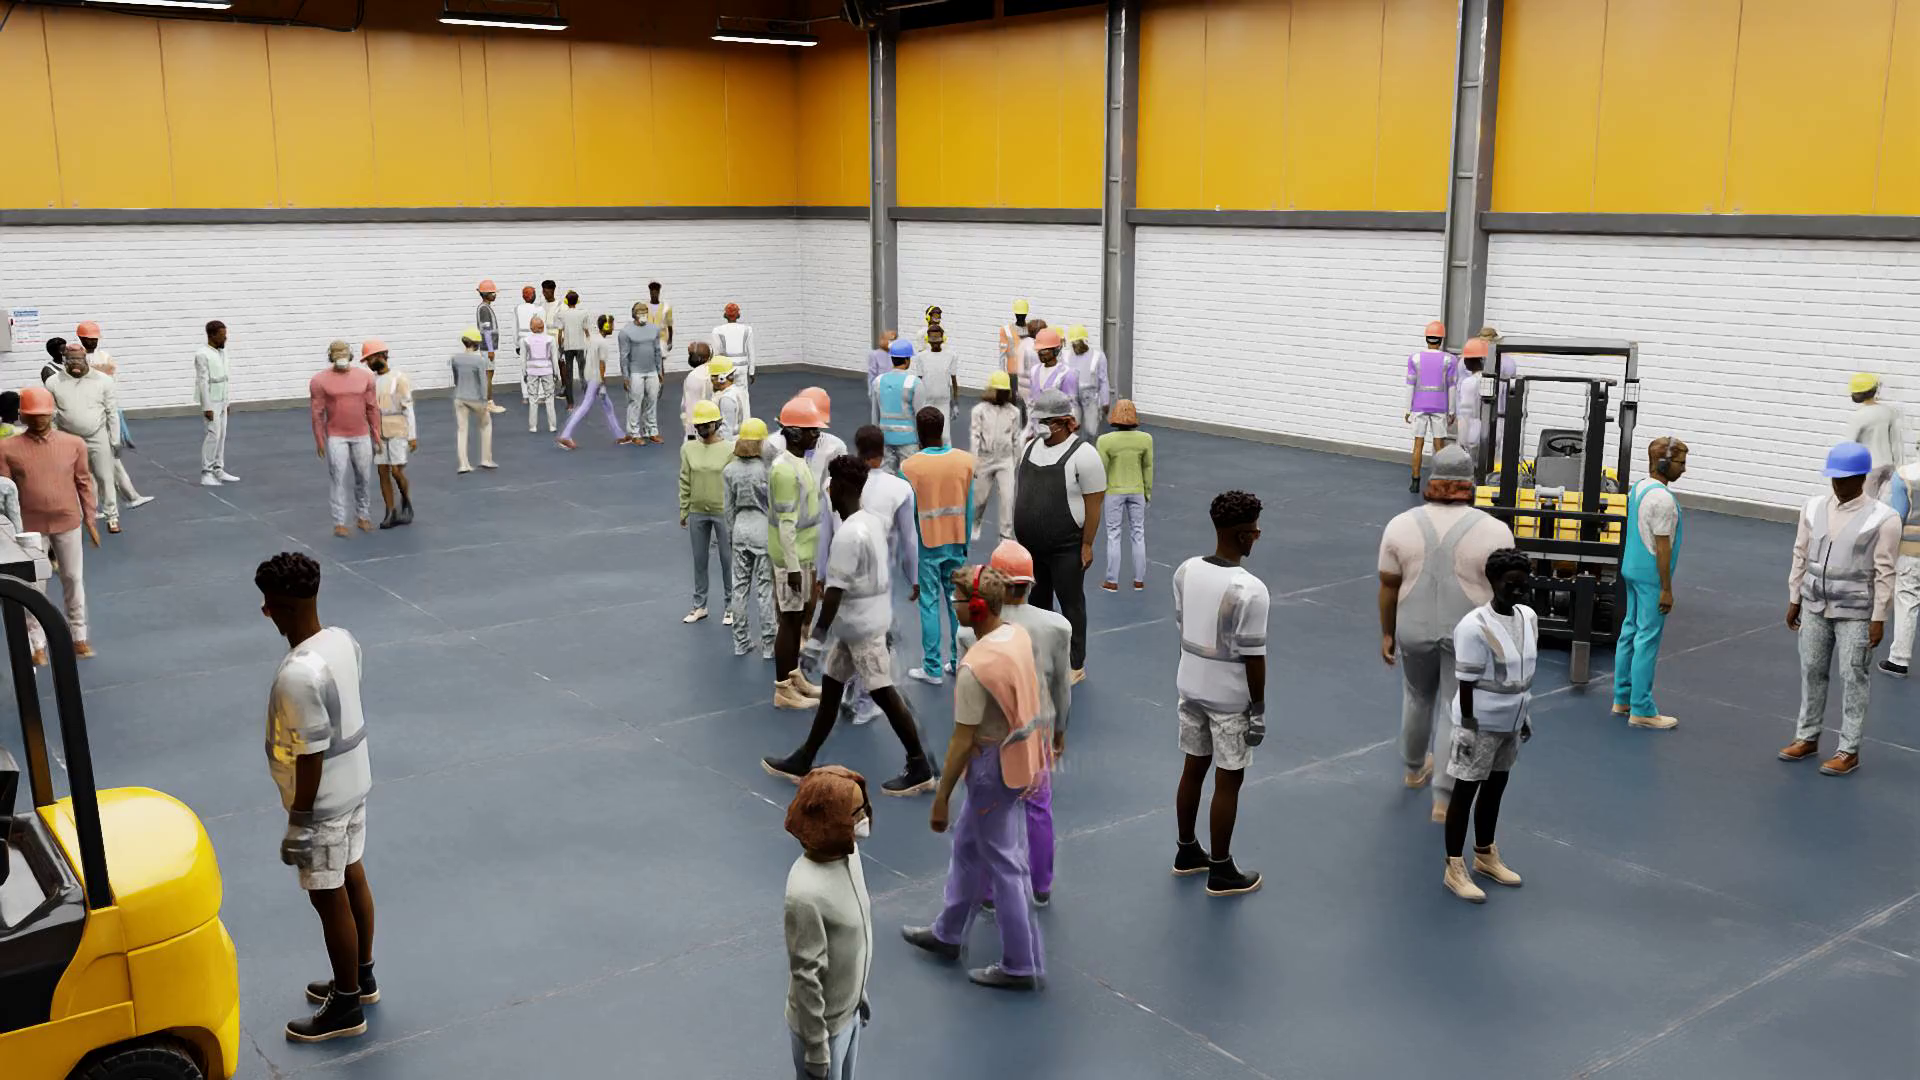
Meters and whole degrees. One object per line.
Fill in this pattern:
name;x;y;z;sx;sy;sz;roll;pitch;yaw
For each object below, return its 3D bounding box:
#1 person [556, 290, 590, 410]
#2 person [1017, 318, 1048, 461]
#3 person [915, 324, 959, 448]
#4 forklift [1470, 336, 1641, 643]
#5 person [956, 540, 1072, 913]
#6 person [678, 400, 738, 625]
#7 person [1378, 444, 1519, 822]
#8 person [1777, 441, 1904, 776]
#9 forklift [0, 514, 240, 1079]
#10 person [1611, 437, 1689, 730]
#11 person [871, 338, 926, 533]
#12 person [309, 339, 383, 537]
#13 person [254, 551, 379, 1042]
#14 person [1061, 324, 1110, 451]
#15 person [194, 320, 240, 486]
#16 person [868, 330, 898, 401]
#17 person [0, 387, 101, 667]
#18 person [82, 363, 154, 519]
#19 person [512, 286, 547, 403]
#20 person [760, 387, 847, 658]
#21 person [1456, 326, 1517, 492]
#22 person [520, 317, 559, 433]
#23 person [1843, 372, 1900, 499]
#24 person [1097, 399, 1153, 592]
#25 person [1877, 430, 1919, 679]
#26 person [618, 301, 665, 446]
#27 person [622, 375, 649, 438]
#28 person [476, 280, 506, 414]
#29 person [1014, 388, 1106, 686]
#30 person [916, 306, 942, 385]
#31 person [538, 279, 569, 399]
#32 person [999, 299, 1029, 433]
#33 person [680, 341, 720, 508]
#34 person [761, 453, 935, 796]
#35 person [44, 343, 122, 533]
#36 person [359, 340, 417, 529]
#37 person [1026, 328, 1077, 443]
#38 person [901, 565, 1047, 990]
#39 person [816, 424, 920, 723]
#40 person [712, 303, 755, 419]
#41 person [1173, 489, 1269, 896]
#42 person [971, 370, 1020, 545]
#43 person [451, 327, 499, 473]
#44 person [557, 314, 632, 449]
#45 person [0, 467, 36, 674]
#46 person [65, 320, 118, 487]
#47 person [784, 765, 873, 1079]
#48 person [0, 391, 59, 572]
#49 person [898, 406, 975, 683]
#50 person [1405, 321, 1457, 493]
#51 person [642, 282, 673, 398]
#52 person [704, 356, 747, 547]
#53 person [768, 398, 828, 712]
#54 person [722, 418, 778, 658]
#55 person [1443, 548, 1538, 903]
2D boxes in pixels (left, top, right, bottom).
person;-6.012;-2.958;25.923;0.516;1.877;0.327;-3;12;-13
person;0.900;-1.827;20.577;0.555;1.823;0.645;-3;12;-14
person;-0.265;-1.573;19.286;0.511;1.858;0.325;0;12;0
forklift;4.683;-0.471;13.136;1.214;2.155;2.313;4;12;20
person;0.241;0.865;7.745;0.563;1.755;0.323;-3;12;-14
person;-1.934;-0.209;12.910;0.532;1.767;0.328;3;12;14
person;2.669;0.456;9.033;0.701;2.000;0.726;7;13;29
person;5.082;0.387;9.631;0.416;1.939;0.615;-7;13;-29
forklift;-3.687;1.115;5.480;2.313;2.155;1.214;-9;15;-36
person;4.346;0.264;10.454;0.344;1.839;0.505;0;12;0
person;-0.580;-0.985;16.215;0.604;1.949;0.398;7;14;32
person;-6.035;-1.009;16.383;0.634;1.944;0.407;-7;14;-31
person;-2.534;1.005;6.578;0.374;1.960;0.600;-1;12;-4
person;1.497;-1.693;20.005;0.626;1.804;0.415;4;12;19
person;-8.635;-1.587;19.249;0.401;1.907;0.589;0;12;-1
person;-0.962;-1.954;21.727;0.503;1.603;0.745;-1;12;-7
person;-6.494;-0.093;11.868;0.627;1.993;0.442;-9;15;-37
person;-8.807;-1.037;17.300;0.513;1.598;0.858;10;15;40
person;-6.903;-3.133;26.753;0.574;1.881;0.357;3;12;13
person;-1.106;-0.111;11.871;0.624;1.994;0.634;-2;12;-8
person;5.684;-1.351;18.045;0.624;1.931;0.378;7;14;31
person;-5.925;-2.326;23.471;0.516;1.633;0.316;-2;12;-10
person;8.298;-0.661;15.181;0.553;1.719;0.531;-5;13;-24
person;1.379;-0.373;14.024;0.498;1.634;0.279;-2;12;-10
person;6.664;0.054;11.488;0.597;1.827;0.403;1;12;3
person;-4.260;-2.224;22.263;0.635;1.928;0.382;-11;16;-43
person;-4.375;-2.174;22.706;0.523;1.639;0.309;-9;15;-38
person;-7.219;-2.965;25.547;0.377;2.045;0.605;-4;12;-19
person;0.613;-0.023;11.346;0.689;2.000;0.538;11;16;42
person;-0.376;-2.208;22.340;0.327;1.861;0.521;8;14;35
person;-6.697;-3.300;27.358;0.614;1.962;0.366;6;13;26
person;0.829;-2.321;22.723;0.595;1.923;0.372;-3;12;-14
person;-2.659;-1.171;17.412;0.542;1.823;0.644;3;12;15
person;-0.606;0.485;9.229;1.018;1.901;0.699;1;12;3
person;-8.598;-0.986;16.349;0.660;1.902;0.397;-5;13;-21
person;-5.750;-1.050;16.699;0.599;1.890;0.446;3;12;14
person;0.872;-1.077;16.457;0.397;2.033;0.605;-10;15;-40
person;-0.001;0.990;6.986;0.780;1.815;0.582;4;12;19
person;-0.584;0.225;10.506;0.627;1.894;0.452;3;12;16
person;-3.082;-2.287;22.661;0.585;1.882;0.337;-4;12;-18
person;1.251;0.724;7.956;0.372;1.958;0.598;-8;14;-32
person;0.318;-0.752;15.651;0.490;1.716;0.731;-2;12;-11
person;-5.883;-1.696;20.136;0.542;1.741;0.658;3;12;16
person;-4.861;-2.106;22.062;1.107;1.789;0.539;-6;13;-27
person;-6.653;0.127;11.361;0.483;1.737;0.312;-7;14;-31
person;-9.819;-1.524;18.883;0.388;1.929;0.539;6;13;25
person;-0.388;1.474;5.109;0.283;1.633;0.497;2;12;11
person;-8.233;-0.472;14.465;0.540;1.652;0.857;7;13;29
person;-0.153;0.037;11.408;0.583;1.903;0.406;-7;14;-30
person;5.277;-1.486;18.663;0.550;1.935;0.376;4;12;17
person;-5.098;-3.370;27.845;0.598;1.918;1.041;0;12;-1
person;-2.222;-0.847;15.869;0.403;1.821;0.602;-1;12;-2
person;-1.043;0.093;10.819;0.397;2.039;0.610;1;12;4
person;-1.473;-0.015;12.032;0.484;1.744;0.297;6;13;25
person;2.535;0.859;7.916;0.535;1.699;0.322;-8;14;-35
